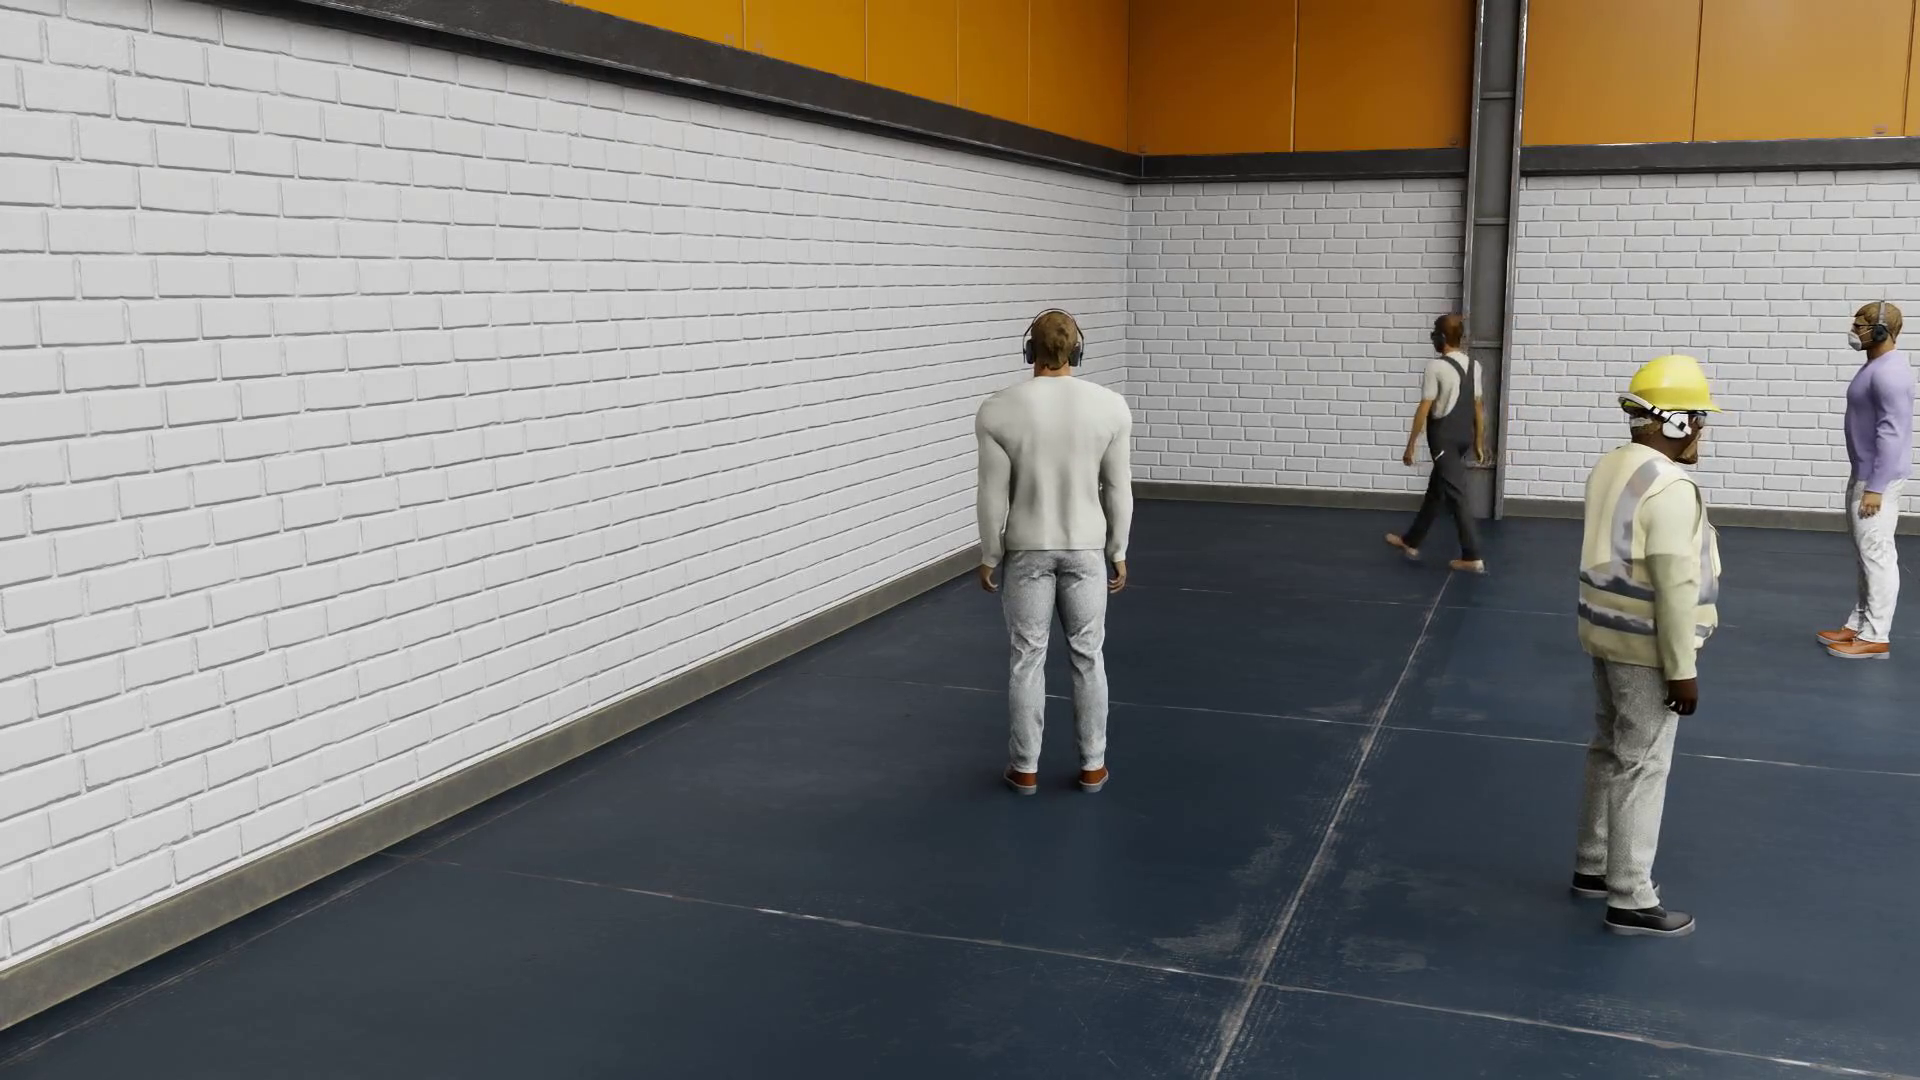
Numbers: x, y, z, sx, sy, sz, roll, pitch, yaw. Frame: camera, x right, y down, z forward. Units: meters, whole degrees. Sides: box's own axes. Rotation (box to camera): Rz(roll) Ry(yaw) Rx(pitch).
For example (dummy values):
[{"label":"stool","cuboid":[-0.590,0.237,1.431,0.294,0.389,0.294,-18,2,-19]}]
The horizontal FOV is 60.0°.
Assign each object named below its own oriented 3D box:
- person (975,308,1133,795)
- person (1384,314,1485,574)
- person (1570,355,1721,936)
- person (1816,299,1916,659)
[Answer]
[{"label":"person","cuboid":[0.371,0.055,6.630,0.627,1.941,0.370,0,9,-2]},{"label":"person","cuboid":[3.398,-0.690,11.760,0.533,1.791,0.953,-6,11,-34]},{"label":"person","cuboid":[2.184,0.328,5.300,0.403,1.824,0.598,0,9,2]},{"label":"person","cuboid":[4.938,-0.323,9.008,0.377,1.940,0.629,4,10,22]}]
